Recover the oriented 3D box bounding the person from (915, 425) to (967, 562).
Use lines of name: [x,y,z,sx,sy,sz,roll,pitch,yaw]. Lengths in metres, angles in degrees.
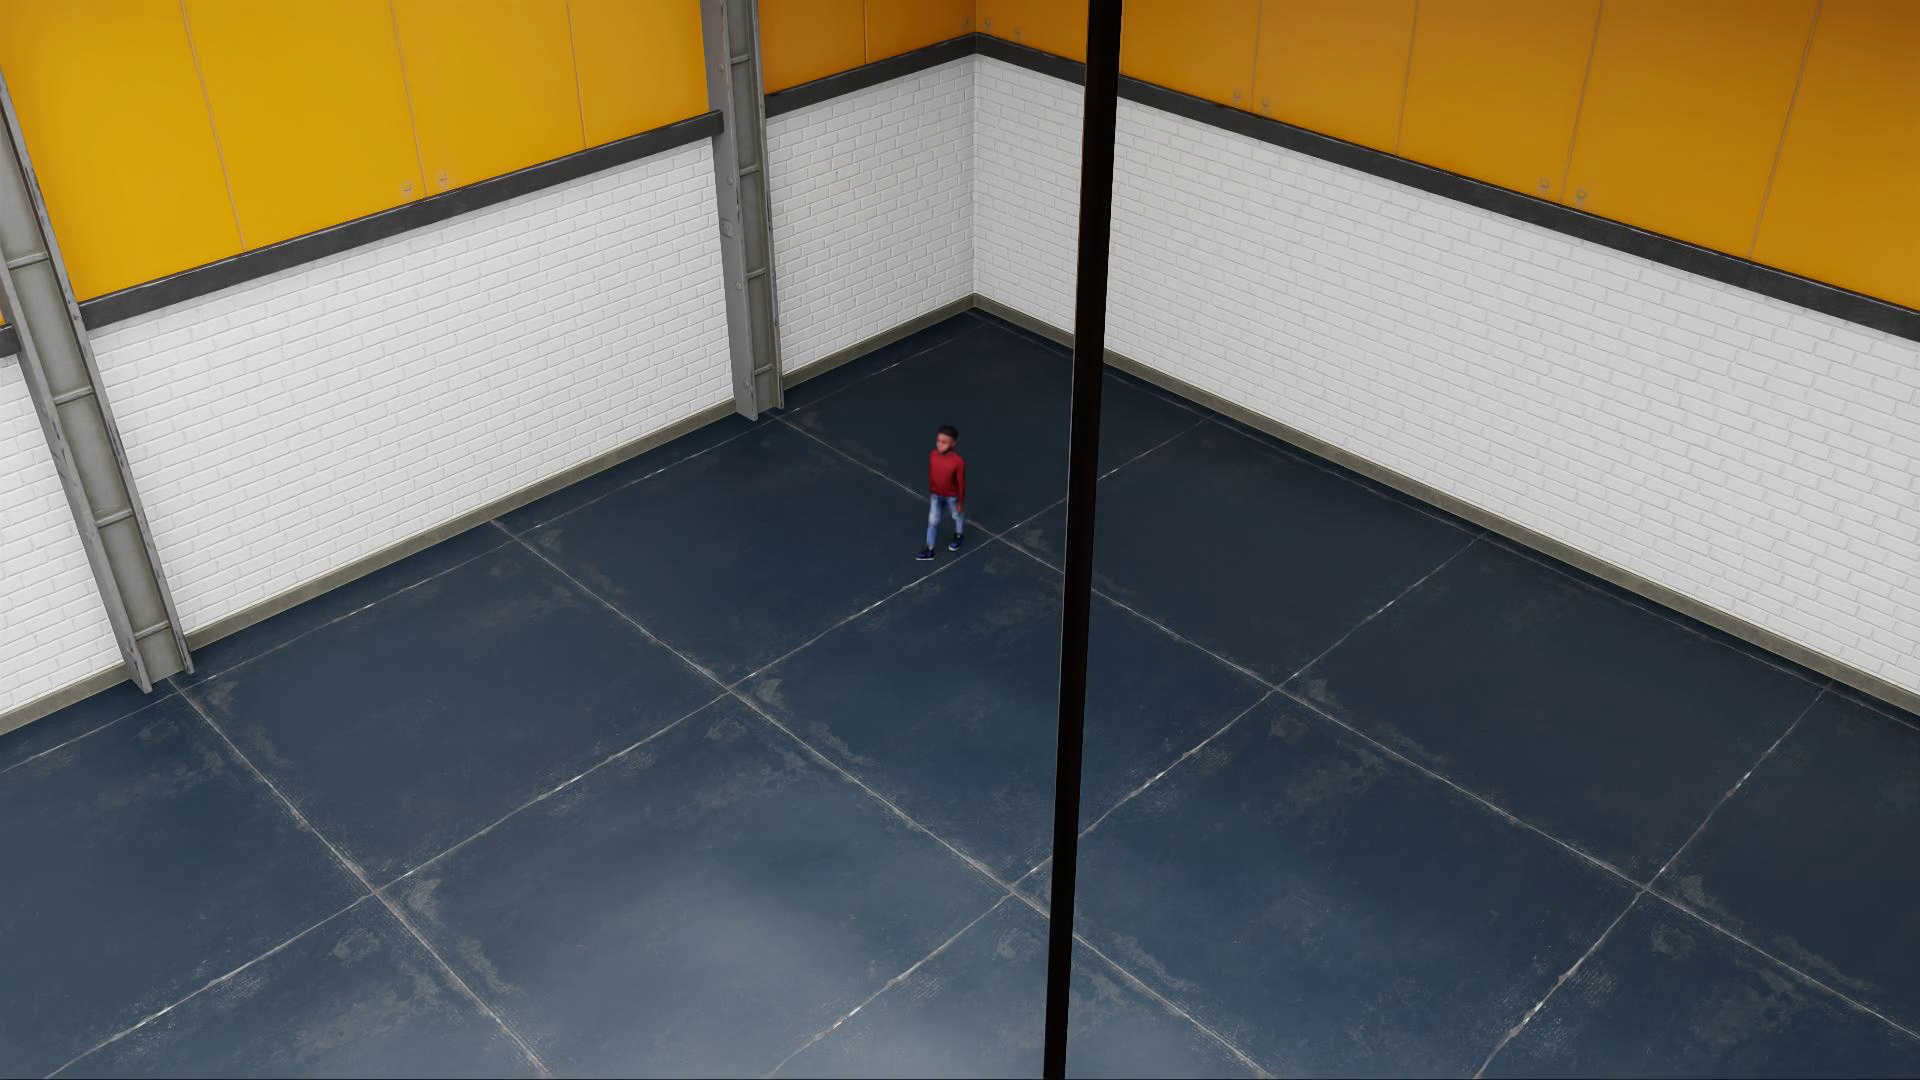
person: [-0.076,-0.431,14.098,0.675,1.228,0.894,16,37,22]
